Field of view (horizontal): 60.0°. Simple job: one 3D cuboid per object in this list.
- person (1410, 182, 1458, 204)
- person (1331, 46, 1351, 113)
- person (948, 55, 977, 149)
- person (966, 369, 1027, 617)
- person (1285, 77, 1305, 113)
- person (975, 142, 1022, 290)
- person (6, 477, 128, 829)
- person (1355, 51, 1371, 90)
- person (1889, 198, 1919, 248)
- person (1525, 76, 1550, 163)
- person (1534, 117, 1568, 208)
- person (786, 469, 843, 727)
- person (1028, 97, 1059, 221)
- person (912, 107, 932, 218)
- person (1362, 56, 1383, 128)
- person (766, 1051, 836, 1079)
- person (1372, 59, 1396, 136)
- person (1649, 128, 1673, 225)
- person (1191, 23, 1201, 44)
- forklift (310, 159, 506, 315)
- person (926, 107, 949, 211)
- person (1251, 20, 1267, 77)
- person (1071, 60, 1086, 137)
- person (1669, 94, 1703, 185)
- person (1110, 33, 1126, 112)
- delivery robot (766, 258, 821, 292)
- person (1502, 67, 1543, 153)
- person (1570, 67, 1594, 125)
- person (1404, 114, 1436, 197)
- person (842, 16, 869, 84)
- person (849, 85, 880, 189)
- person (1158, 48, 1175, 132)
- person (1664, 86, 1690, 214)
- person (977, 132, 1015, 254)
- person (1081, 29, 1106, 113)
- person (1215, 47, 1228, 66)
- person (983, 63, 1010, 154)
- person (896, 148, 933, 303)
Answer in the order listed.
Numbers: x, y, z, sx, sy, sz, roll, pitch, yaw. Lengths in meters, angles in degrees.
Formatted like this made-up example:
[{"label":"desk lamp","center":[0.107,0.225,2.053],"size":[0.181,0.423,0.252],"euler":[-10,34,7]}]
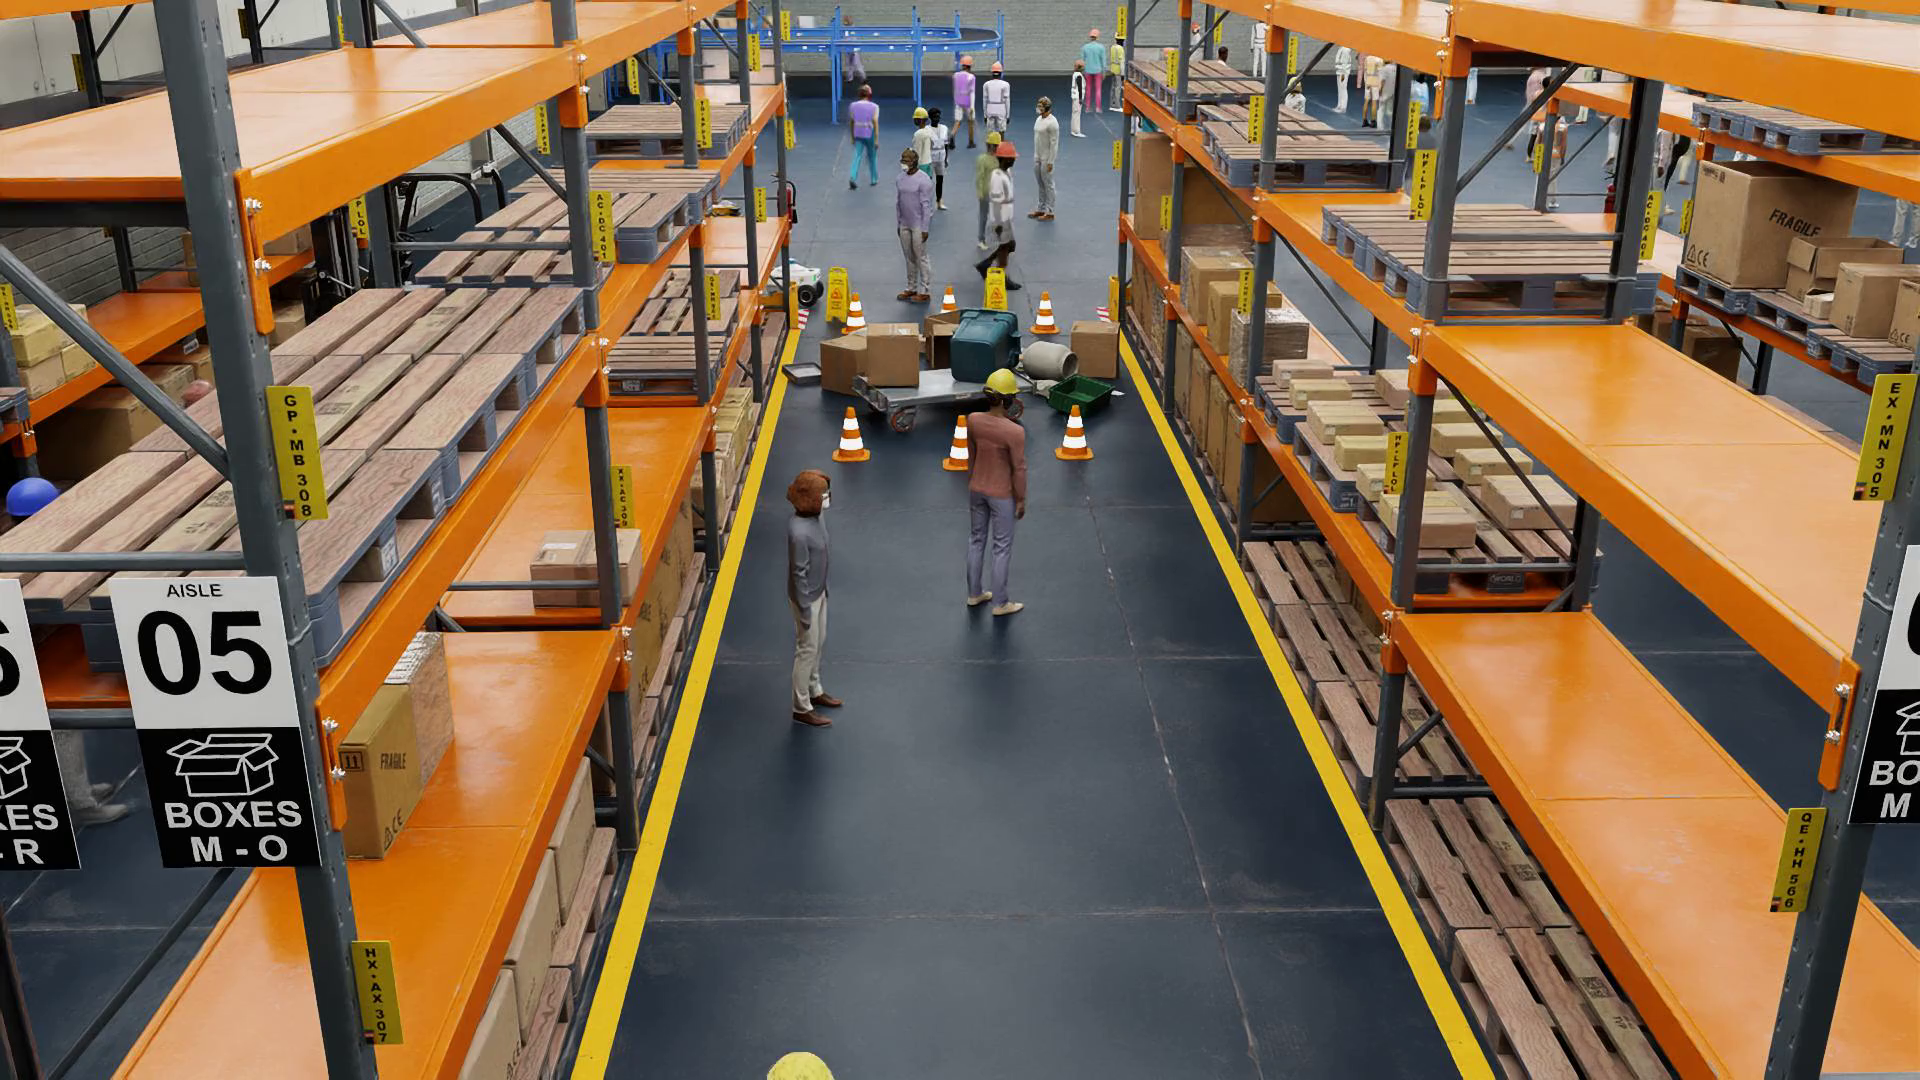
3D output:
[{"label":"person","center":[5.882,-3.905,20.805],"size":[0.610,1.947,0.388],"euler":[10,23,24]},{"label":"person","center":[9.377,-11.496,40.890],"size":[0.427,1.938,0.604],"euler":[0,21,0]},{"label":"person","center":[0.059,-9.059,34.485],"size":[0.551,1.911,0.816],"euler":[11,23,27]},{"label":"person","center":[0.262,-0.336,11.638],"size":[0.518,1.756,0.344],"euler":[17,27,38]},{"label":"person","center":[6.331,-7.928,31.724],"size":[0.294,1.744,0.486],"euler":[-17,26,-37]},{"label":"person","center":[0.516,-4.213,21.653],"size":[0.549,1.925,0.570],"euler":[5,21,13]},{"label":"person","center":[-4.832,0.601,8.898],"size":[0.409,1.943,0.614],"euler":[-13,24,-31]},{"label":"person","center":[11.303,-13.481,46.173],"size":[0.651,1.906,0.403],"euler":[9,23,23]},{"label":"person","center":[14.004,-5.174,24.459],"size":[0.499,1.735,0.334],"euler":[1,21,4]},{"label":"person","center":[11.383,-8.211,32.553],"size":[0.322,1.688,0.539],"euler":[-10,23,-25]},{"label":"person","center":[9.847,-6.378,27.768],"size":[0.514,1.642,0.314],"euler":[16,26,35]},{"label":"person","center":[-0.898,0.343,10.031],"size":[0.282,1.624,0.508],"euler":[3,21,8]},{"label":"person","center":[1.347,-6.088,26.590],"size":[0.373,1.940,0.629],"euler":[-9,23,-23]},{"label":"person","center":[-0.621,-6.025,26.662],"size":[0.311,1.769,0.525],"euler":[8,22,19]},{"label":"person","center":[9.473,-10.418,38.040],"size":[0.363,1.933,0.543],"euler":[-13,24,-30]},{"label":"person","center":[-0.504,2.255,4.861],"size":[0.489,1.707,0.877],"euler":[10,23,25]},{"label":"person","center":[9.393,-9.763,36.438],"size":[0.507,1.852,0.621],"euler":[-15,26,-35]},{"label":"person","center":[10.995,-5.960,26.272],"size":[0.439,1.934,0.621],"euler":[2,21,5]},{"label":"person","center":[6.622,-13.664,46.874],"size":[0.339,1.748,0.564],"euler":[0,21,1]},{"label":"forklift","center":[-5.622,-2.910,17.832],"size":[2.313,2.155,1.214],"euler":[-1,21,-1]},{"label":"person","center":[-0.424,-6.281,27.446],"size":[0.530,1.689,0.322],"euler":[-14,25,-32]},{"label":"person","center":[8.839,-14.501,48.902],"size":[0.576,1.881,0.352],"euler":[7,22,17]},{"label":"person","center":[2.598,-9.709,36.574],"size":[0.309,1.640,0.512],"euler":[-3,21,-7]},{"label":"person","center":[13.116,-7.228,30.051],"size":[0.419,1.623,0.506],"euler":[2,21,6]},{"label":"person","center":[3.912,-11.585,41.133],"size":[0.364,1.927,0.587],"euler":[-8,22,-19]},{"label":"delivery robot","center":[-2.135,-3.318,21.061],"size":[0.707,0.478,0.477],"euler":[2,21,6]},{"label":"person","center":[11.641,-8.919,34.138],"size":[1.008,1.884,0.648],"euler":[11,23,27]},{"label":"person","center":[14.502,-10.489,38.658],"size":[0.511,1.622,0.296],"euler":[-16,26,-37]},{"label":"person","center":[6.830,-5.393,24.831],"size":[0.644,1.891,1.005],"euler":[-2,21,-6]},{"label":"person","center":[-3.037,-14.077,47.800],"size":[0.546,1.879,0.858],"euler":[-13,24,-31]},{"label":"person","center":[-1.724,-7.200,29.721],"size":[0.575,1.809,0.941],"euler":[7,22,19]},{"label":"person","center":[4.436,-9.609,35.848],"size":[0.434,1.981,0.629],"euler":[13,24,31]},{"label":"person","center":[11.650,-6.385,27.231],"size":[0.539,2.000,0.689],"euler":[5,21,13]},{"label":"person","center":[0.496,-5.007,24.028],"size":[0.547,1.714,0.892],"euler":[-9,23,-23]},{"label":"person","center":[3.286,-11.532,40.903],"size":[0.622,1.990,0.401],"euler":[6,21,15]},{"label":"person","center":[5.710,-9.926,36.783],"size":[0.403,1.908,0.599],"euler":[-5,21,-13]},{"label":"person","center":[0.719,-8.364,32.621],"size":[0.543,1.929,0.387],"euler":[6,22,16]},{"label":"person","center":[-0.583,-3.972,21.015],"size":[0.366,1.932,0.623],"euler":[-18,27,-39]}]
